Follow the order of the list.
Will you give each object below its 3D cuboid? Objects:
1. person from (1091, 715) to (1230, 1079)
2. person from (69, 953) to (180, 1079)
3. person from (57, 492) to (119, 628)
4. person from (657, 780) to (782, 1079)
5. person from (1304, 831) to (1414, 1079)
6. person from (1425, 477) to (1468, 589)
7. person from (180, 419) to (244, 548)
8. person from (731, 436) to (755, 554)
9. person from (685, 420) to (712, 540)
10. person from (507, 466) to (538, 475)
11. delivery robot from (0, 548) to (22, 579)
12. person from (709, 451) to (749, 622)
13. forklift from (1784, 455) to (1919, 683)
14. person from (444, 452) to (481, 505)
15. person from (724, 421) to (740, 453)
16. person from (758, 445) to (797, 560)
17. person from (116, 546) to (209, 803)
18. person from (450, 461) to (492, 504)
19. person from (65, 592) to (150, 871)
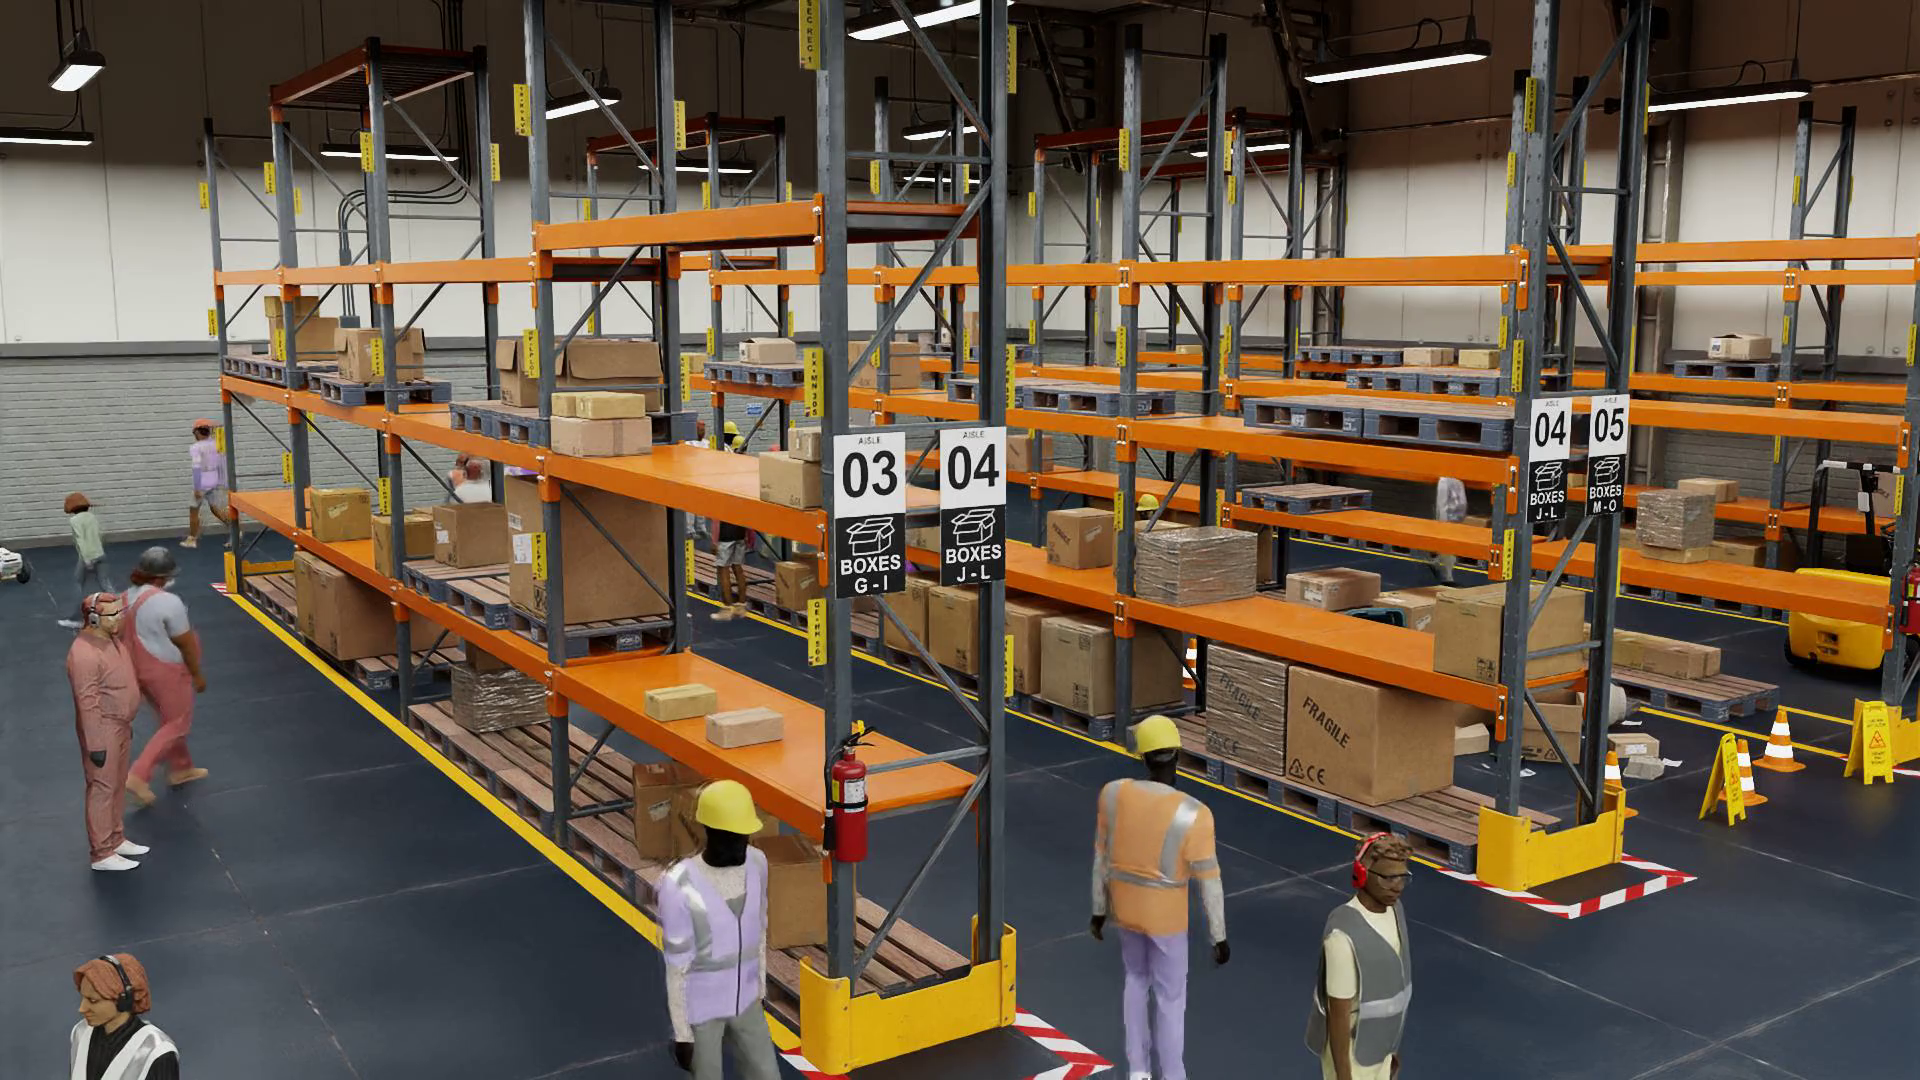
[{"bbox_3d":[0.952,1.784,7.921,0.688,1.904,0.411,6,10,35],"label":"person"},{"bbox_3d":[-2.910,2.233,5.824,0.521,1.640,0.306,4,9,25],"label":"person"},{"bbox_3d":[-10.130,0.241,19.287,0.823,1.567,0.528,1,9,5],"label":"person"},{"bbox_3d":[-0.993,1.925,6.957,0.409,1.909,0.602,8,11,41],"label":"person"},{"bbox_3d":[1.569,2.027,6.528,0.396,1.841,0.565,6,10,34],"label":"person"},{"bbox_3d":[6.424,-0.268,21.858,0.475,1.821,0.612,6,10,34],"label":"person"},{"bbox_3d":[-11.386,-0.849,25.225,0.985,1.990,0.642,2,9,12],"label":"person"},{"bbox_3d":[-3.246,-0.672,24.775,0.326,1.760,0.524,-5,10,-32],"label":"person"},{"bbox_3d":[-4.123,-0.950,26.209,0.337,1.882,0.585,5,10,31],"label":"person"},{"bbox_3d":[-5.944,-0.421,22.900,0.653,1.811,0.828,-4,9,-25],"label":"person"},{"bbox_3d":[-12.835,0.274,22.149,0.707,0.478,0.477,5,10,31],"label":"delivery robot"},{"bbox_3d":[-2.743,-0.046,19.736,0.407,2.029,0.610,6,10,34],"label":"person"},{"bbox_3d":[9.643,0.253,17.172,2.313,2.155,1.214,-6,10,-33],"label":"forklift"},{"bbox_3d":[-7.135,-0.471,23.944,0.584,1.605,0.713,0,9,-3],"label":"person"},{"bbox_3d":[-3.530,-0.848,25.388,0.383,1.924,0.594,-1,9,-5],"label":"person"},{"bbox_3d":[-2.605,-0.504,23.879,0.592,1.702,0.929,-6,10,-33],"label":"person"},{"bbox_3d":[-6.186,0.981,12.829,0.691,2.000,0.861,6,10,33],"label":"person"},{"bbox_3d":[-5.858,-0.040,20.222,0.663,1.862,0.979,-5,10,-29],"label":"person"},{"bbox_3d":[-5.760,1.290,11.263,0.402,1.901,0.647,-2,9,-11],"label":"person"}]
